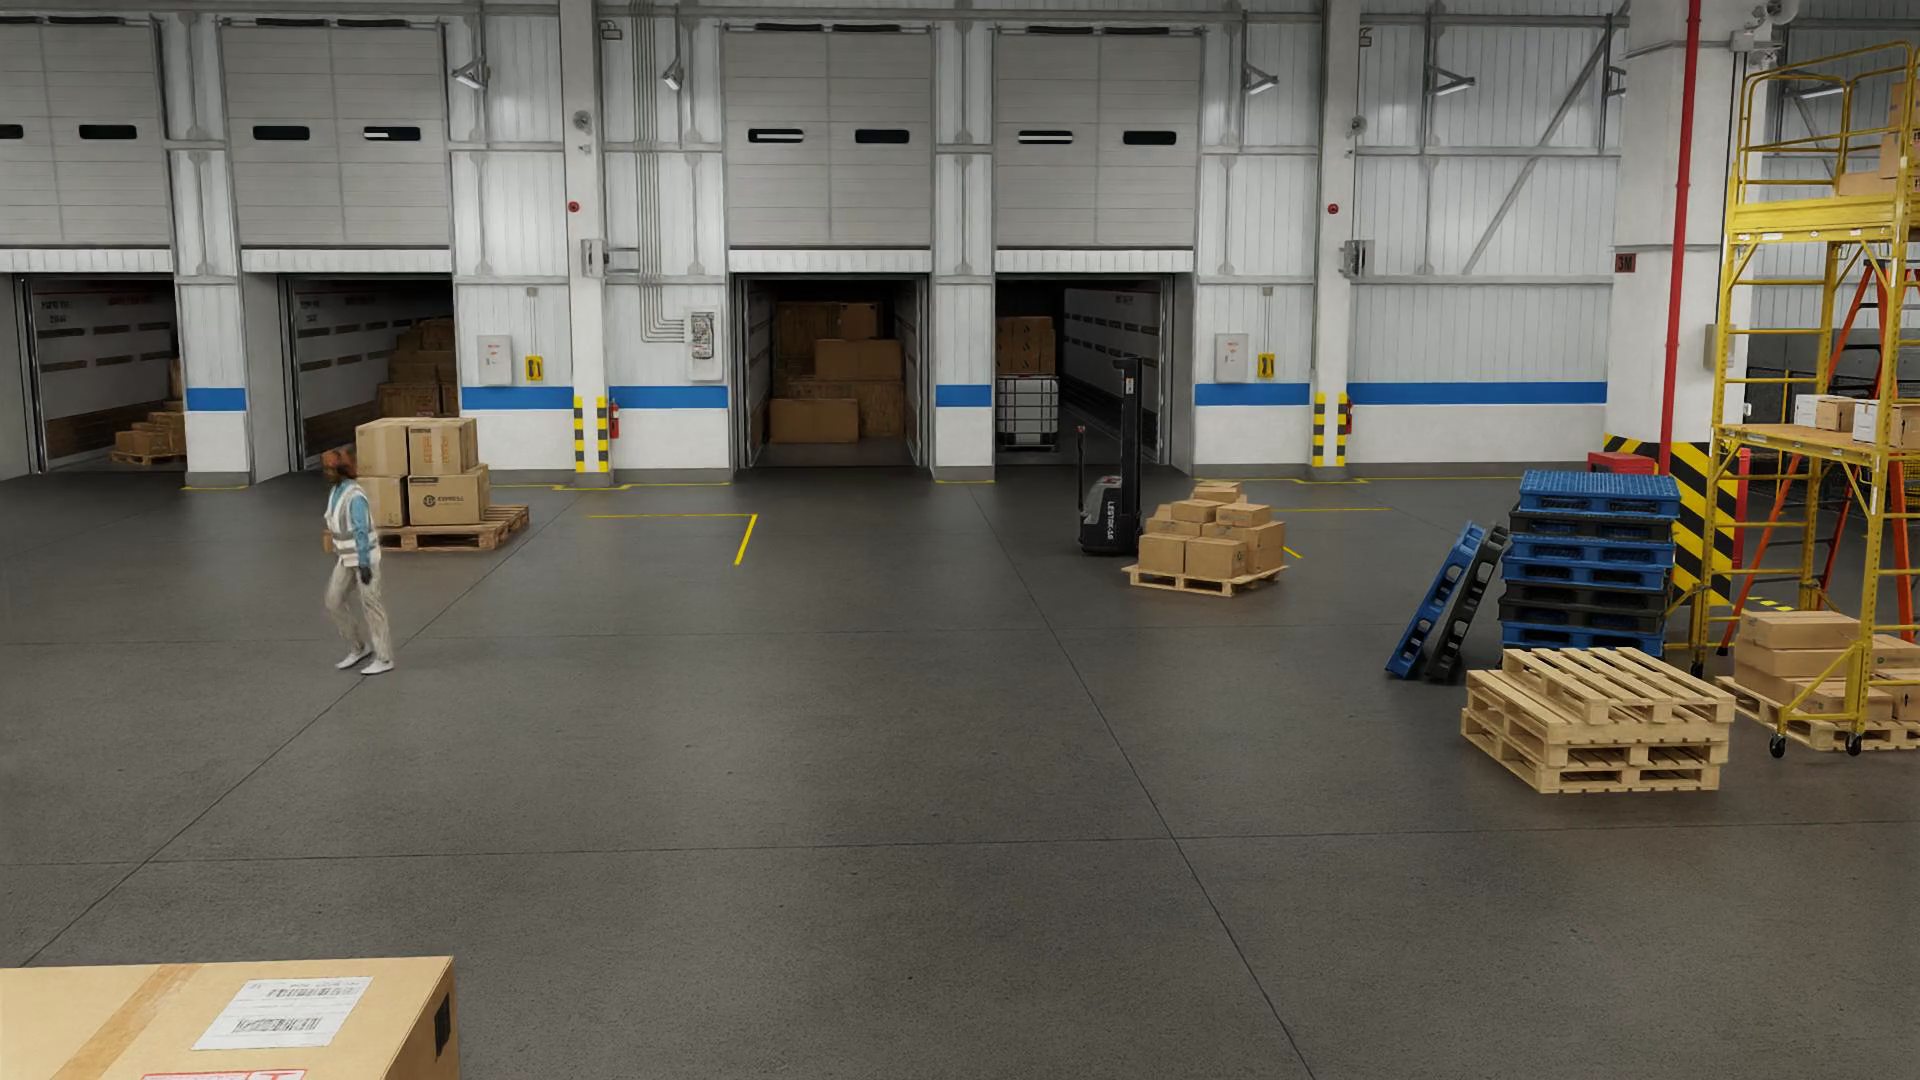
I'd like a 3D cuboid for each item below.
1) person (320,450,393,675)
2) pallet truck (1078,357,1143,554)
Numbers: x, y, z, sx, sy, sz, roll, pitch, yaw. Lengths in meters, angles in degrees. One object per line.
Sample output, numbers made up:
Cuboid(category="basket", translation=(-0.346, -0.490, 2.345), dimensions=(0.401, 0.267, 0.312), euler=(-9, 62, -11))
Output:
Cuboid(category="person", translation=(-4.253, 0.161, 11.708), dimensions=(0.422, 1.609, 0.521), euler=(-8, 12, -40))
Cuboid(category="pallet truck", translation=(2.088, -0.836, 16.757), dimensions=(1.885, 1.965, 0.823), euler=(2, 9, 13))
